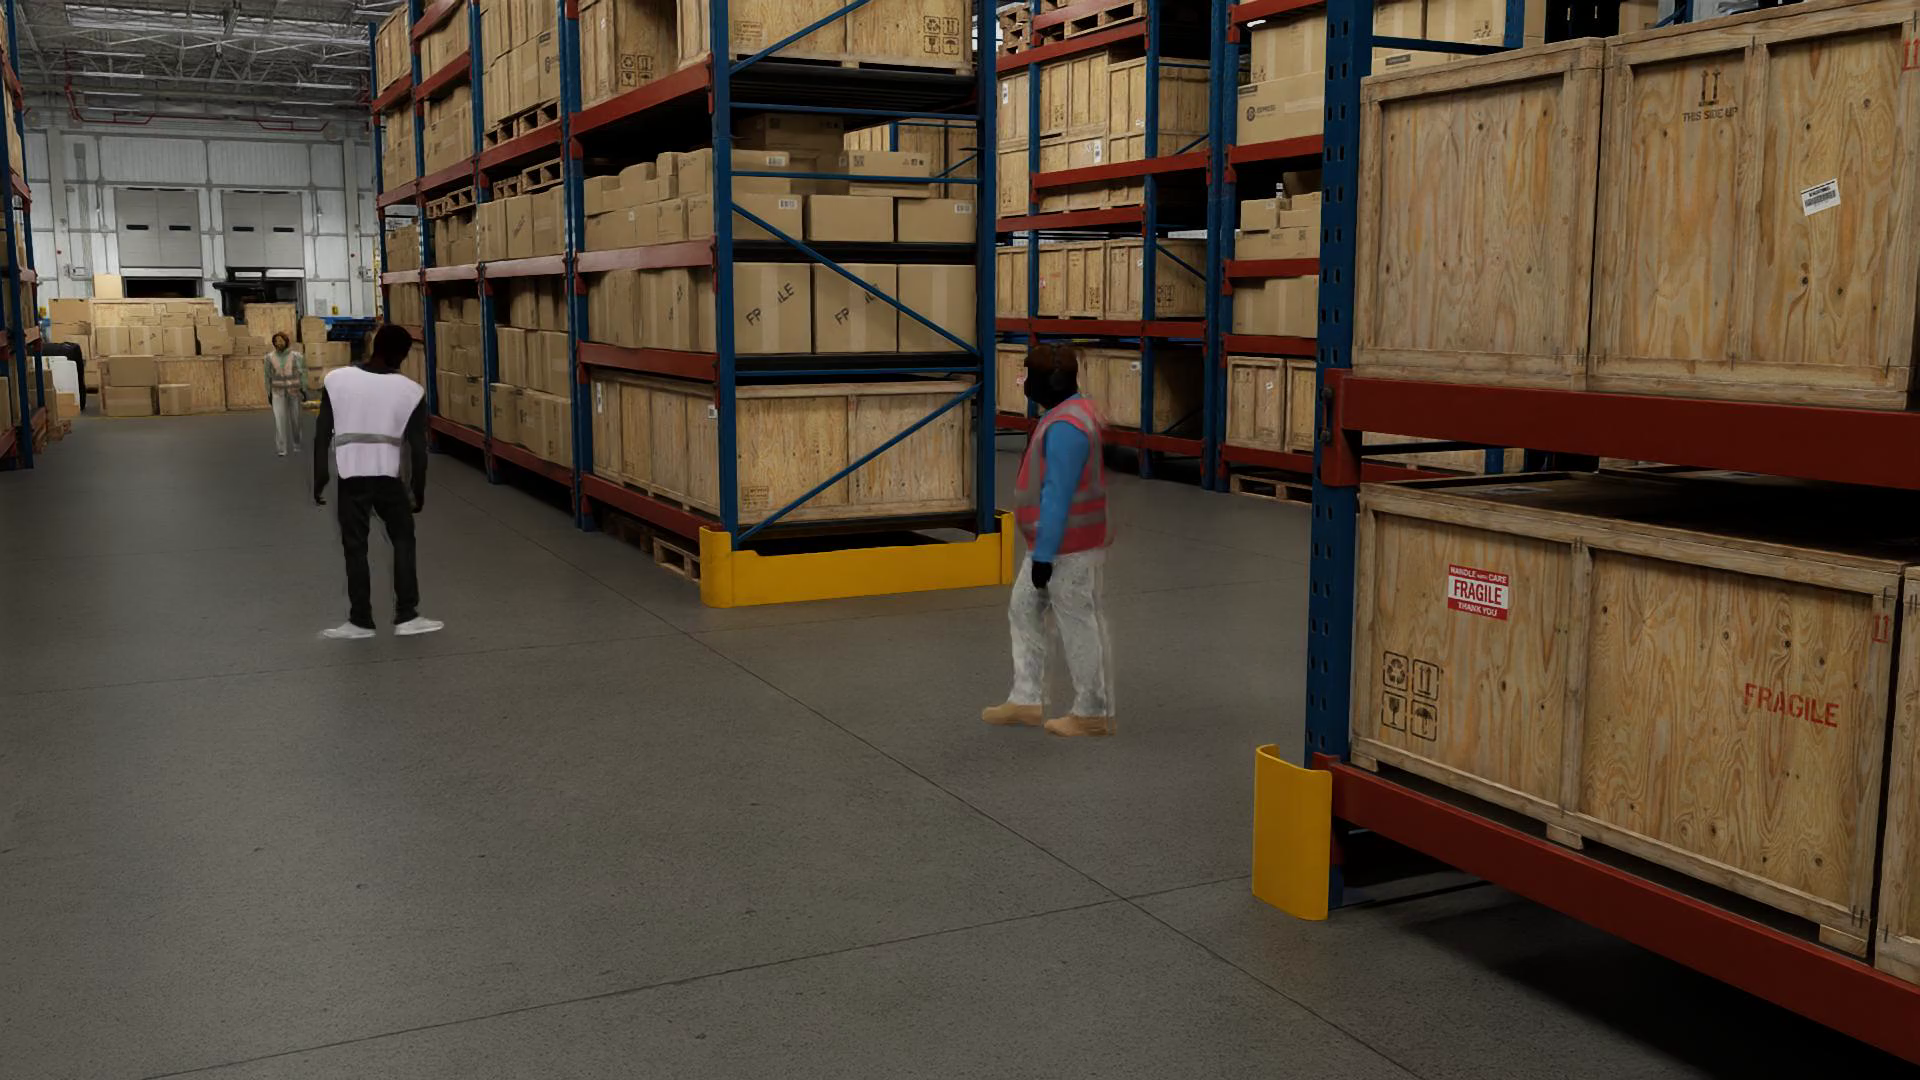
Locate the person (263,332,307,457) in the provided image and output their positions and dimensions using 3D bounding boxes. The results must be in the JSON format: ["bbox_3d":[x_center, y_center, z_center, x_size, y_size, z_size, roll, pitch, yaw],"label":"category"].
[{"bbox_3d":[-8.747,-1.905,21.606,0.515,1.605,0.827,-3,9,-17],"label":"person"}]

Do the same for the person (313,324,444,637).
[{"bbox_3d":[-3.492,-0.335,9.889,0.687,1.875,0.375,-3,9,-23],"label":"person"}]

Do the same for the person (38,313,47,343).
[{"bbox_3d":[-27.981,-6.127,50.623,0.585,1.623,0.408,4,9,25],"label":"person"}]

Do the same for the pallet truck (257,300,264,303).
[{"bbox_3d":[-23.913,-7.404,58.171,1.885,1.965,0.823,-1,8,-9],"label":"pallet truck"}]

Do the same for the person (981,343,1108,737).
[{"bbox_3d":[0.359,0.014,7.630,0.736,1.815,0.661,0,8,2],"label":"person"}]

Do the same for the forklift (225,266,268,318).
[{"bbox_3d":[-17.707,-5.424,41.488,1.129,2.768,1.873,-1,8,-6],"label":"forklift"}]

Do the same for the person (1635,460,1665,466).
[{"bbox_3d":[5.233,-0.588,12.409,0.273,1.636,0.507,-4,9,-24],"label":"person"}]
